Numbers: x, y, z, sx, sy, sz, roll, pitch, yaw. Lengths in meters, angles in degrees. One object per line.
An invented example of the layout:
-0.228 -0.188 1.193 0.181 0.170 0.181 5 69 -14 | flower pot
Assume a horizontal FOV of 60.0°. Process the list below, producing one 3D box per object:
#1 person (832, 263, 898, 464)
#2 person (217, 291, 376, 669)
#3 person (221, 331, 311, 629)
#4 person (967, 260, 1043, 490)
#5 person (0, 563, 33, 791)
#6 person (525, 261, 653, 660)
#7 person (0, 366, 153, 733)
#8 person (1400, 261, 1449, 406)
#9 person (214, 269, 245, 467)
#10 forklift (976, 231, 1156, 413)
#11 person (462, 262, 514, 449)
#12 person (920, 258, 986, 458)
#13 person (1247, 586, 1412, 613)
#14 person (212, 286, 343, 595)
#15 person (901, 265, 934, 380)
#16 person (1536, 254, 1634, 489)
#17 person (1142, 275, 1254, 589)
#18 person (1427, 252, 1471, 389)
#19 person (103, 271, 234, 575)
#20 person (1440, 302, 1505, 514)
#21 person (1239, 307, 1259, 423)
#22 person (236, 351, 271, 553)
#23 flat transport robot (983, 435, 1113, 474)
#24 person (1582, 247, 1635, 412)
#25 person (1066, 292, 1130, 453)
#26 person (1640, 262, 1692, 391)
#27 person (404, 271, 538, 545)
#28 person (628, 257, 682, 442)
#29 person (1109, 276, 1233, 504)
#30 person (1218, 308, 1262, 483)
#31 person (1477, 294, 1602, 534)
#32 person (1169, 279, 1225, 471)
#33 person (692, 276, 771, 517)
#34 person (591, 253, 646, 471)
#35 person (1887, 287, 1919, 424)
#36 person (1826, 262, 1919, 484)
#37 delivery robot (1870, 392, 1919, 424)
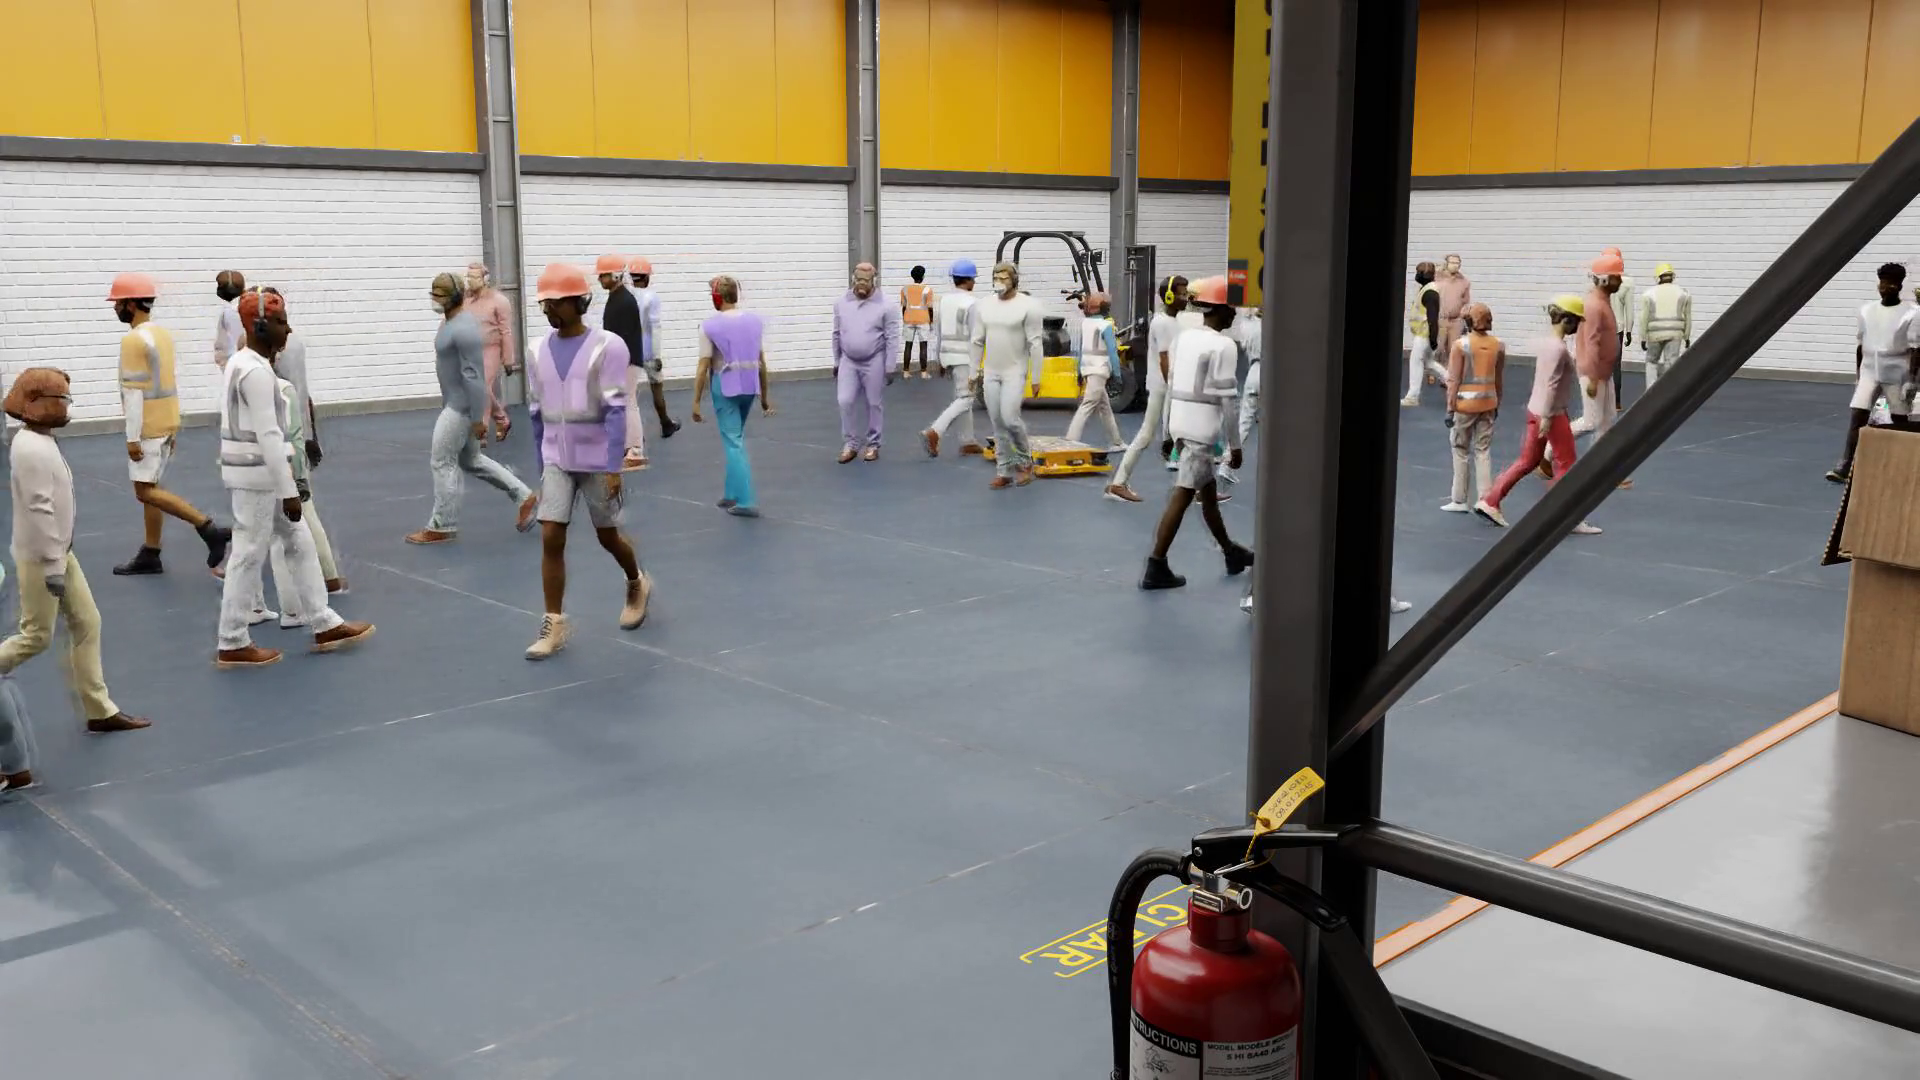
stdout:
-0.906 -1.651 15.605 0.660 1.870 0.691 2 11 13 | person
-3.335 -0.297 8.269 0.868 1.847 0.619 -5 11 -25 | person
-3.758 -0.327 9.029 0.522 1.637 0.306 4 11 21 | person
0.365 -1.365 13.910 0.642 1.926 0.436 7 13 35 | person
-3.777 0.203 6.247 0.443 1.605 0.524 -5 12 -27 | person
-1.945 -0.436 8.630 0.609 2.011 0.947 3 11 16 | person
-3.892 0.078 6.937 0.751 1.605 0.520 -5 11 -23 | person
5.902 -2.573 20.776 0.759 1.815 0.632 3 11 15 | person
-6.589 -1.582 15.362 0.586 1.821 0.640 -1 10 -8 | person
1.222 -2.721 20.561 2.313 2.155 1.214 2 11 13 | forklift
-4.819 -1.876 16.859 0.642 1.872 0.917 4 11 21 | person
-0.046 -1.718 15.856 0.830 1.924 0.620 -8 13 -36 | person
2.042 -0.464 9.207 1.027 1.867 0.607 -4 11 -21 | person
-4.109 -0.565 9.784 0.902 1.828 0.568 0 10 1 | person
-0.629 -3.220 24.672 0.527 1.690 0.321 3 11 18 | person
5.320 -1.419 14.051 0.746 1.977 0.629 6 12 31 | person
1.523 -0.656 10.131 0.996 1.879 0.554 -5 11 -24 | person
6.785 -3.045 23.147 0.678 1.890 0.430 -1 10 -4 | person
-4.959 -0.711 10.362 0.725 1.921 0.548 -1 10 -5 | person
3.917 -0.993 12.681 0.534 1.633 0.454 -5 11 -23 | person
3.500 -2.269 18.930 0.666 1.888 0.436 3 11 18 | person
-4.672 -0.769 11.277 0.318 1.697 0.533 3 11 16 | person
0.790 -0.795 15.306 0.652 0.197 1.431 -4 11 -22 | flat transport robot
7.833 -2.547 20.164 0.619 1.990 0.391 4 11 22 | person
1.332 -1.598 16.091 0.881 1.590 0.532 -5 11 -25 | person
8.699 -2.521 20.527 0.604 1.804 0.557 4 11 19 | person
-3.396 -0.915 11.558 0.908 1.898 0.626 -4 11 -20 | person
-3.250 -1.965 17.240 0.569 1.896 0.930 4 11 20 | person
1.641 -1.176 13.182 0.994 1.821 0.518 6 12 28 | person
2.592 -1.314 14.329 0.866 1.709 0.481 -9 14 -41 | person
4.194 -0.912 11.991 0.792 1.722 0.513 1 10 5 | person
2.190 -1.510 15.218 0.547 1.726 0.864 9 14 42 | person
-1.800 -1.097 12.713 0.744 1.816 0.609 10 14 43 | person
-3.092 -1.598 15.042 0.493 1.970 0.647 -6 12 -29 | person
8.840 -1.551 15.456 0.726 1.715 0.594 -5 12 -26 | person
7.961 -1.424 14.322 1.019 1.911 0.610 -7 13 -34 | person
10.033 -1.405 17.602 0.707 0.478 0.477 0 10 -2 | delivery robot
